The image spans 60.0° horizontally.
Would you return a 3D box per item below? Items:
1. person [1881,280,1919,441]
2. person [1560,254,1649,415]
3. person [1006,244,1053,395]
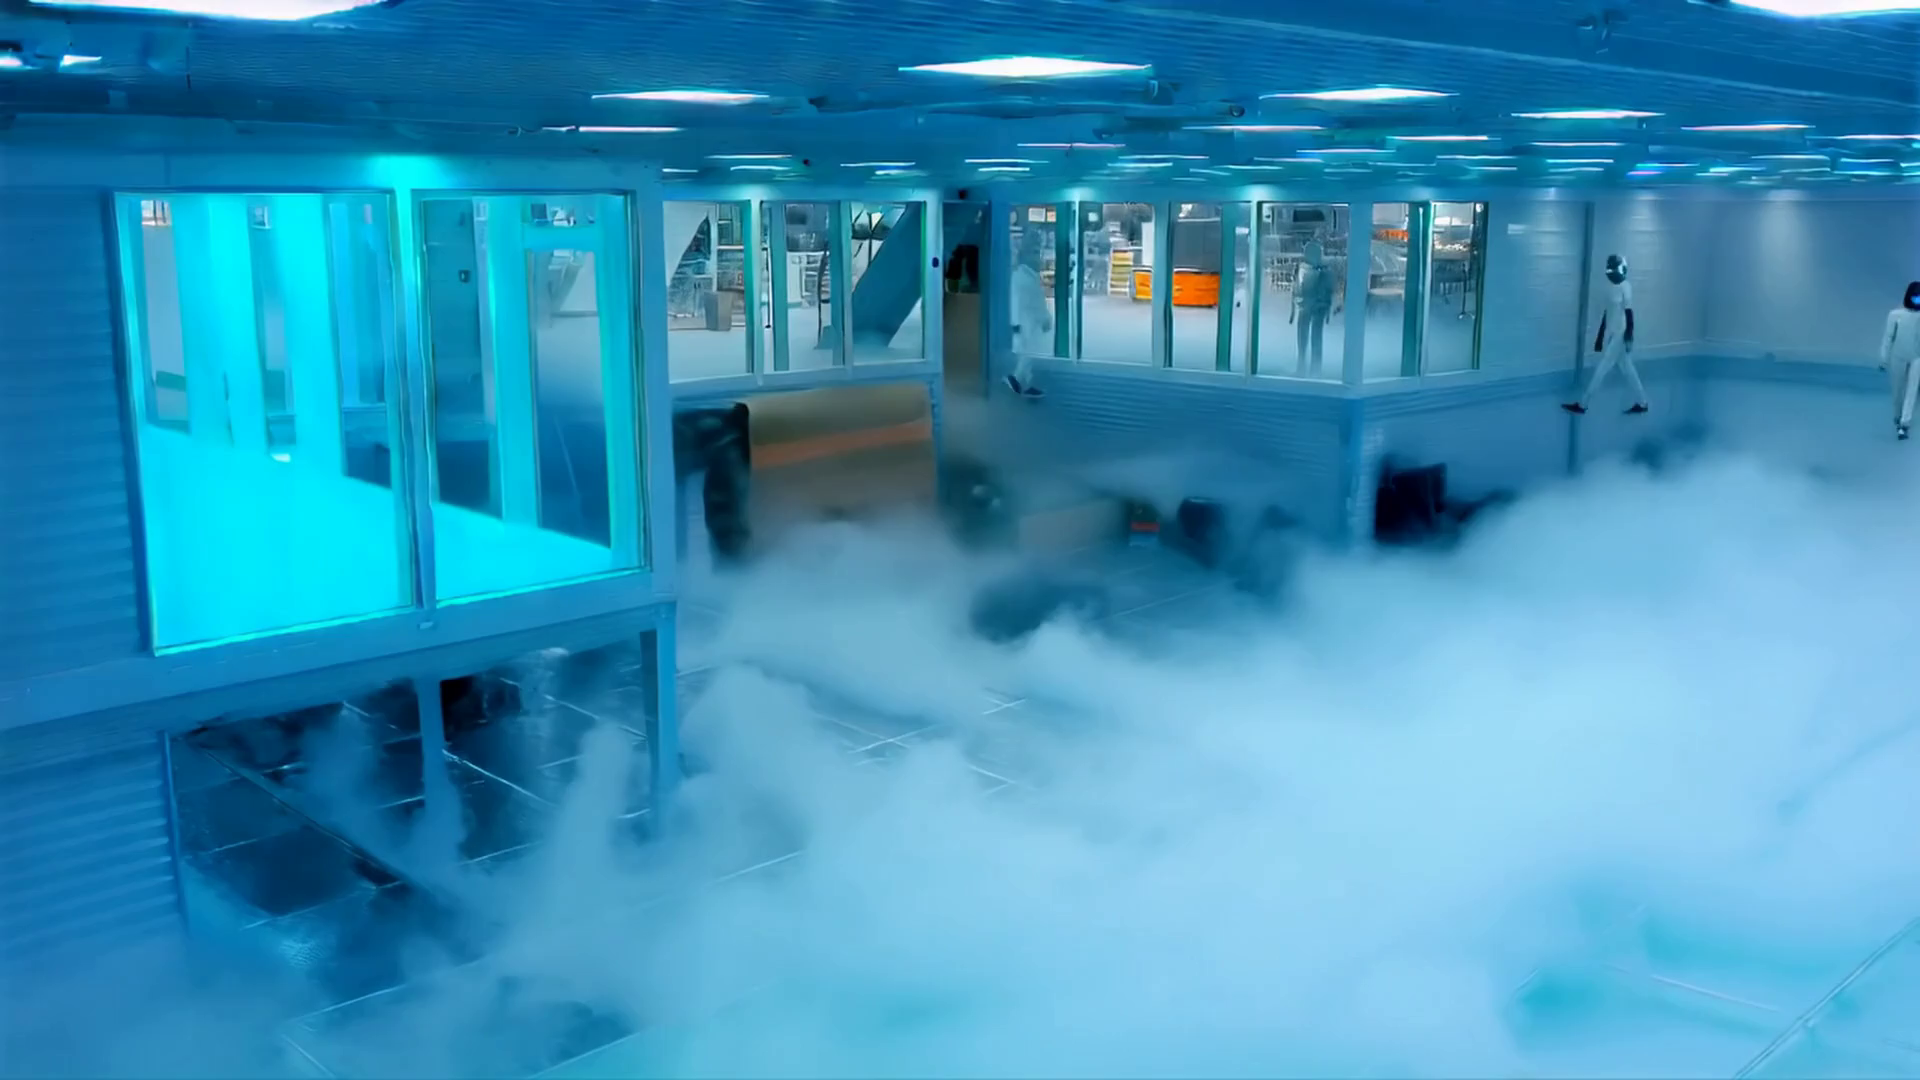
[{"bbox_3d":[9.633,-1.828,16.843,0.499,1.608,0.655,8,14,36],"label":"person"},{"bbox_3d":[7.349,-2.300,18.729,1.001,1.818,0.543,1,11,5],"label":"person"},{"bbox_3d":[0.899,-2.738,20.743,0.435,1.888,0.640,5,12,24],"label":"person"}]
